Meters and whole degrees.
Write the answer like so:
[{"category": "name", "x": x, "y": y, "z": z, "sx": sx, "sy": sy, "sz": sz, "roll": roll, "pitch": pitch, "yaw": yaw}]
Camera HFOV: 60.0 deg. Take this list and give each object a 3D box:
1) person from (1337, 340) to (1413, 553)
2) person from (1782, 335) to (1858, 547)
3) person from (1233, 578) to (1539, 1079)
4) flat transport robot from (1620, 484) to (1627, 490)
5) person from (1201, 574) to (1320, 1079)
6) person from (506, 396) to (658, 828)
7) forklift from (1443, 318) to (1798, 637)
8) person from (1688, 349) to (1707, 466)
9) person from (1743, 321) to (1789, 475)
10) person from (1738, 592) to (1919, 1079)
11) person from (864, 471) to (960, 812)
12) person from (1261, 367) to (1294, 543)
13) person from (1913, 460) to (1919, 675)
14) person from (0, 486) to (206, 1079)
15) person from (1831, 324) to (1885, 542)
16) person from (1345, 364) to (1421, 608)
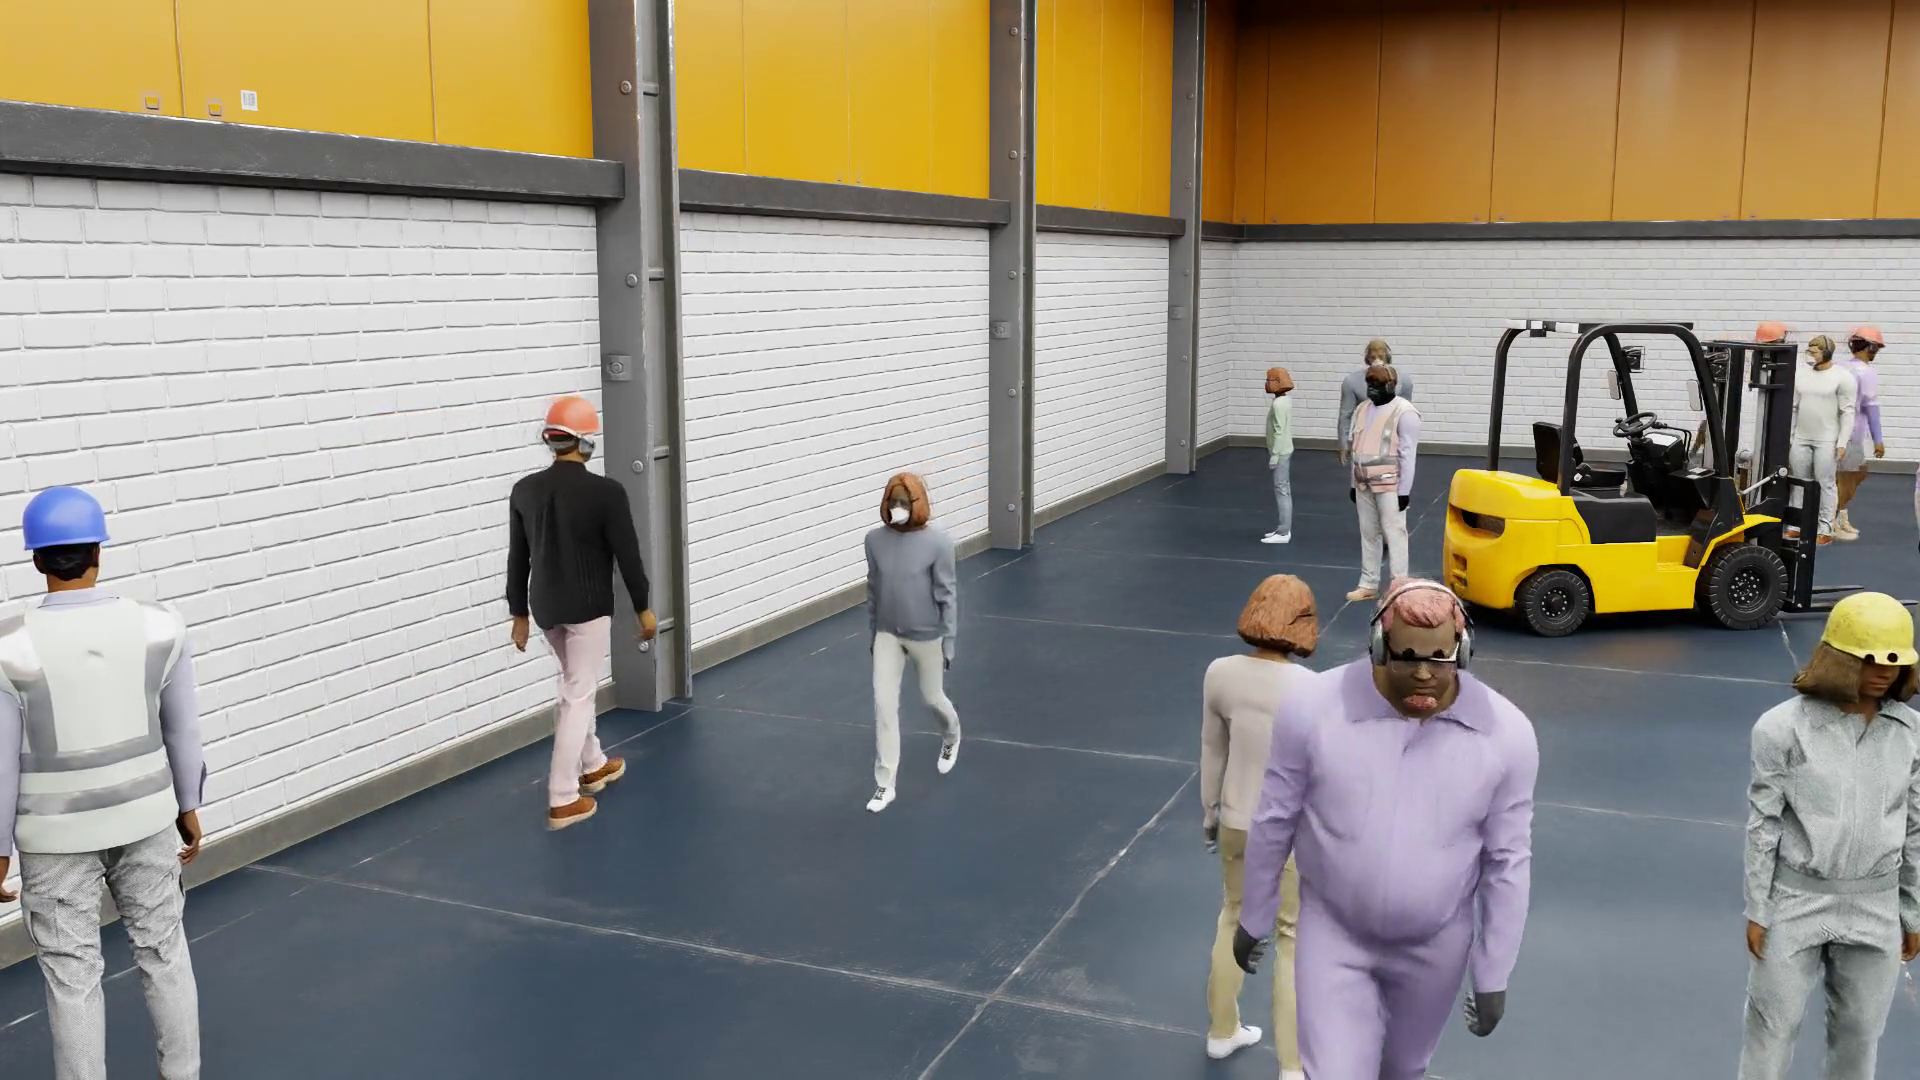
[{"category": "person", "x": 3.722, "y": -0.835, "z": 14.940, "sx": 0.661, "sy": 1.888, "sz": 0.997, "roll": 2, "pitch": 10, "yaw": 12}, {"category": "person", "x": 7.855, "y": -0.904, "z": 15.240, "sx": 0.371, "sy": 1.936, "sz": 0.629, "roll": -5, "pitch": 10, "yaw": -26}, {"category": "person", "x": 1.032, "y": 0.990, "z": 4.069, "sx": 0.705, "sy": 1.831, "sz": 1.019, "roll": 1, "pitch": 9, "yaw": 7}, {"category": "flat transport robot", "x": 6.957, "y": -0.450, "z": 17.519, "sx": 0.652, "sy": 0.197, "sz": 1.431, "roll": -1, "pitch": 9, "yaw": -8}, {"category": "person", "x": 0.981, "y": 0.908, "z": 5.215, "sx": 0.314, "sy": 1.622, "sz": 0.502, "roll": -9, "pitch": 13, "yaw": -43}, {"category": "person", "x": -1.727, "y": 0.306, "z": 7.833, "sx": 0.623, "sy": 1.959, "sz": 0.896, "roll": 5, "pitch": 10, "yaw": 26}, {"category": "forklift", "x": 4.706, "y": -0.497, "z": 11.990, "sx": 2.313, "sy": 2.155, "sz": 1.214, "roll": -2, "pitch": 10, "yaw": -10}, {"category": "person", "x": 6.438, "y": -0.738, "z": 14.496, "sx": 0.697, "sy": 1.844, "sz": 0.515, "roll": 6, "pitch": 11, "yaw": 33}, {"category": "person", "x": 8.078, "y": -1.167, "z": 16.572, "sx": 0.672, "sy": 2.020, "sz": 0.500, "roll": -8, "pitch": 12, "yaw": -41}, {"category": "person", "x": 2.326, "y": 0.987, "z": 4.399, "sx": 0.486, "sy": 1.737, "sz": 0.320, "roll": 1, "pitch": 9, "yaw": 4}, {"category": "person", "x": -0.212, "y": 0.448, "z": 8.075, "sx": 0.505, "sy": 1.601, "sz": 0.801, "roll": 4, "pitch": 10, "yaw": 23}, {"category": "person", "x": 2.953, "y": -0.785, "z": 15.425, "sx": 0.270, "sy": 1.632, "sz": 0.504, "roll": 3, "pitch": 10, "yaw": 20}, {"category": "person", "x": 6.011, "y": -0.033, "z": 9.982, "sx": 0.374, "sy": 1.925, "sz": 0.595, "roll": -2, "pitch": 10, "yaw": -11}, {"category": "person", "x": -2.503, "y": 0.813, "z": 4.808, "sx": 0.402, "sy": 1.940, "sz": 0.616, "roll": 9, "pitch": 13, "yaw": 43}, {"category": "person", "x": 8.323, "y": -0.979, "z": 15.432, "sx": 0.572, "sy": 2.015, "sz": 0.692, "roll": 1, "pitch": 9, "yaw": 5}, {"category": "person", "x": 3.173, "y": -0.409, "z": 12.566, "sx": 0.430, "sy": 1.836, "sz": 0.630, "roll": -5, "pitch": 11, "yaw": -29}]
